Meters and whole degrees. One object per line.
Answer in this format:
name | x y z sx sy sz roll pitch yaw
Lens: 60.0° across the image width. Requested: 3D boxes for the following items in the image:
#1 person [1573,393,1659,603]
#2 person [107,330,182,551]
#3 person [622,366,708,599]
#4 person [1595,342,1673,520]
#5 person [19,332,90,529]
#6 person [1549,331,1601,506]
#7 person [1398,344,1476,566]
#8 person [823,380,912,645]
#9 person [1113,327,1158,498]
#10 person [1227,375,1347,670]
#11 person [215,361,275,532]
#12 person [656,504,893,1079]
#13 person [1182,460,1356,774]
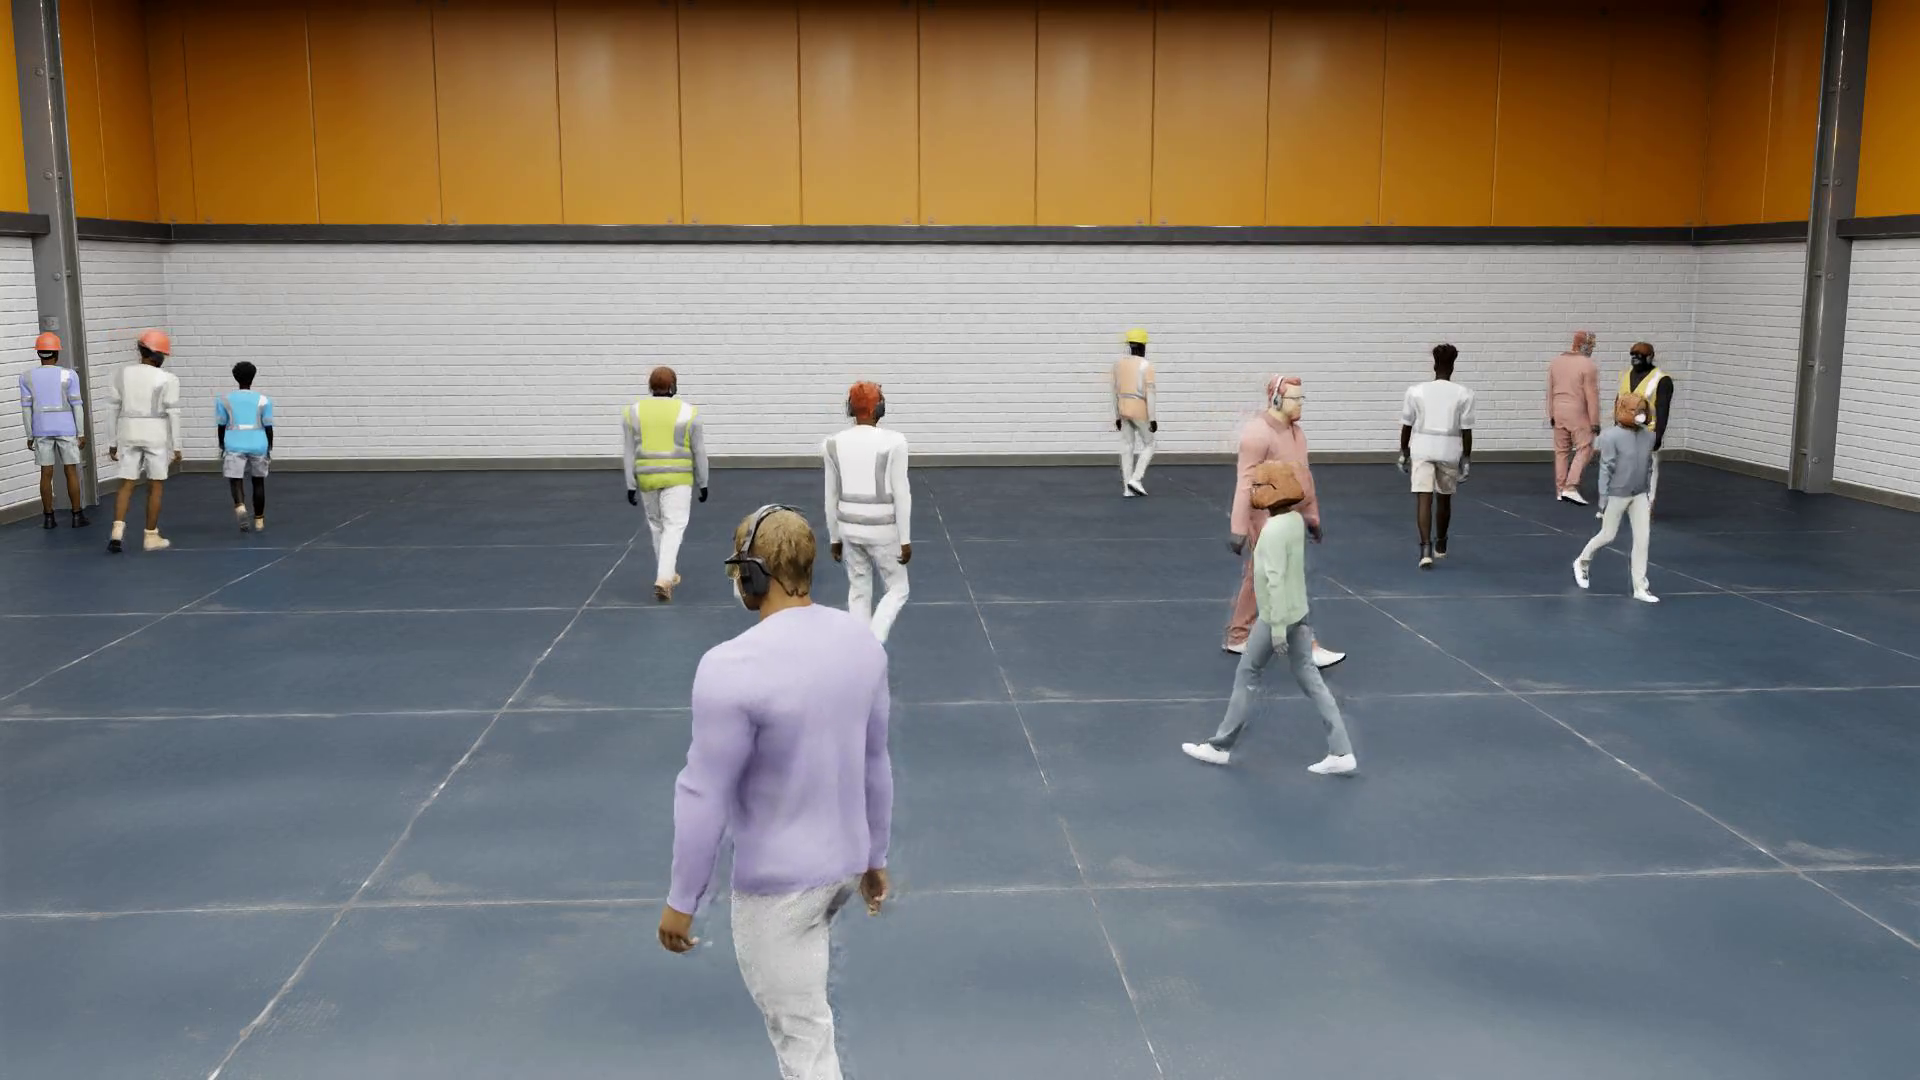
person | 5.140 -0.354 12.949 0.510 1.607 0.765 -3 10 -19
person | -7.394 -0.885 15.056 0.666 2.000 0.719 0 9 1
person | -2.297 -0.456 12.981 0.637 1.806 0.928 1 9 5
person | 6.769 -1.072 16.768 0.756 1.819 0.654 -6 11 -33
person | -8.930 -1.072 16.411 0.542 1.939 0.359 -3 9 -17
person | 6.686 -1.328 18.191 0.504 1.889 0.735 -4 10 -23
person | 4.124 -0.742 14.426 0.627 1.917 0.999 2 9 15
person | -0.554 -0.030 10.043 0.583 1.873 0.452 4 10 24
person | 1.978 -1.419 18.644 0.609 1.915 0.416 8 12 42
person | 2.097 -0.108 10.593 0.965 1.860 0.692 6 11 35
person | -6.872 -0.881 16.025 0.531 1.680 0.682 -4 10 -24
person | -0.487 0.866 4.325 0.642 1.918 0.651 5 10 30
person | 1.603 0.387 8.355 0.891 1.582 0.510 5 11 30
